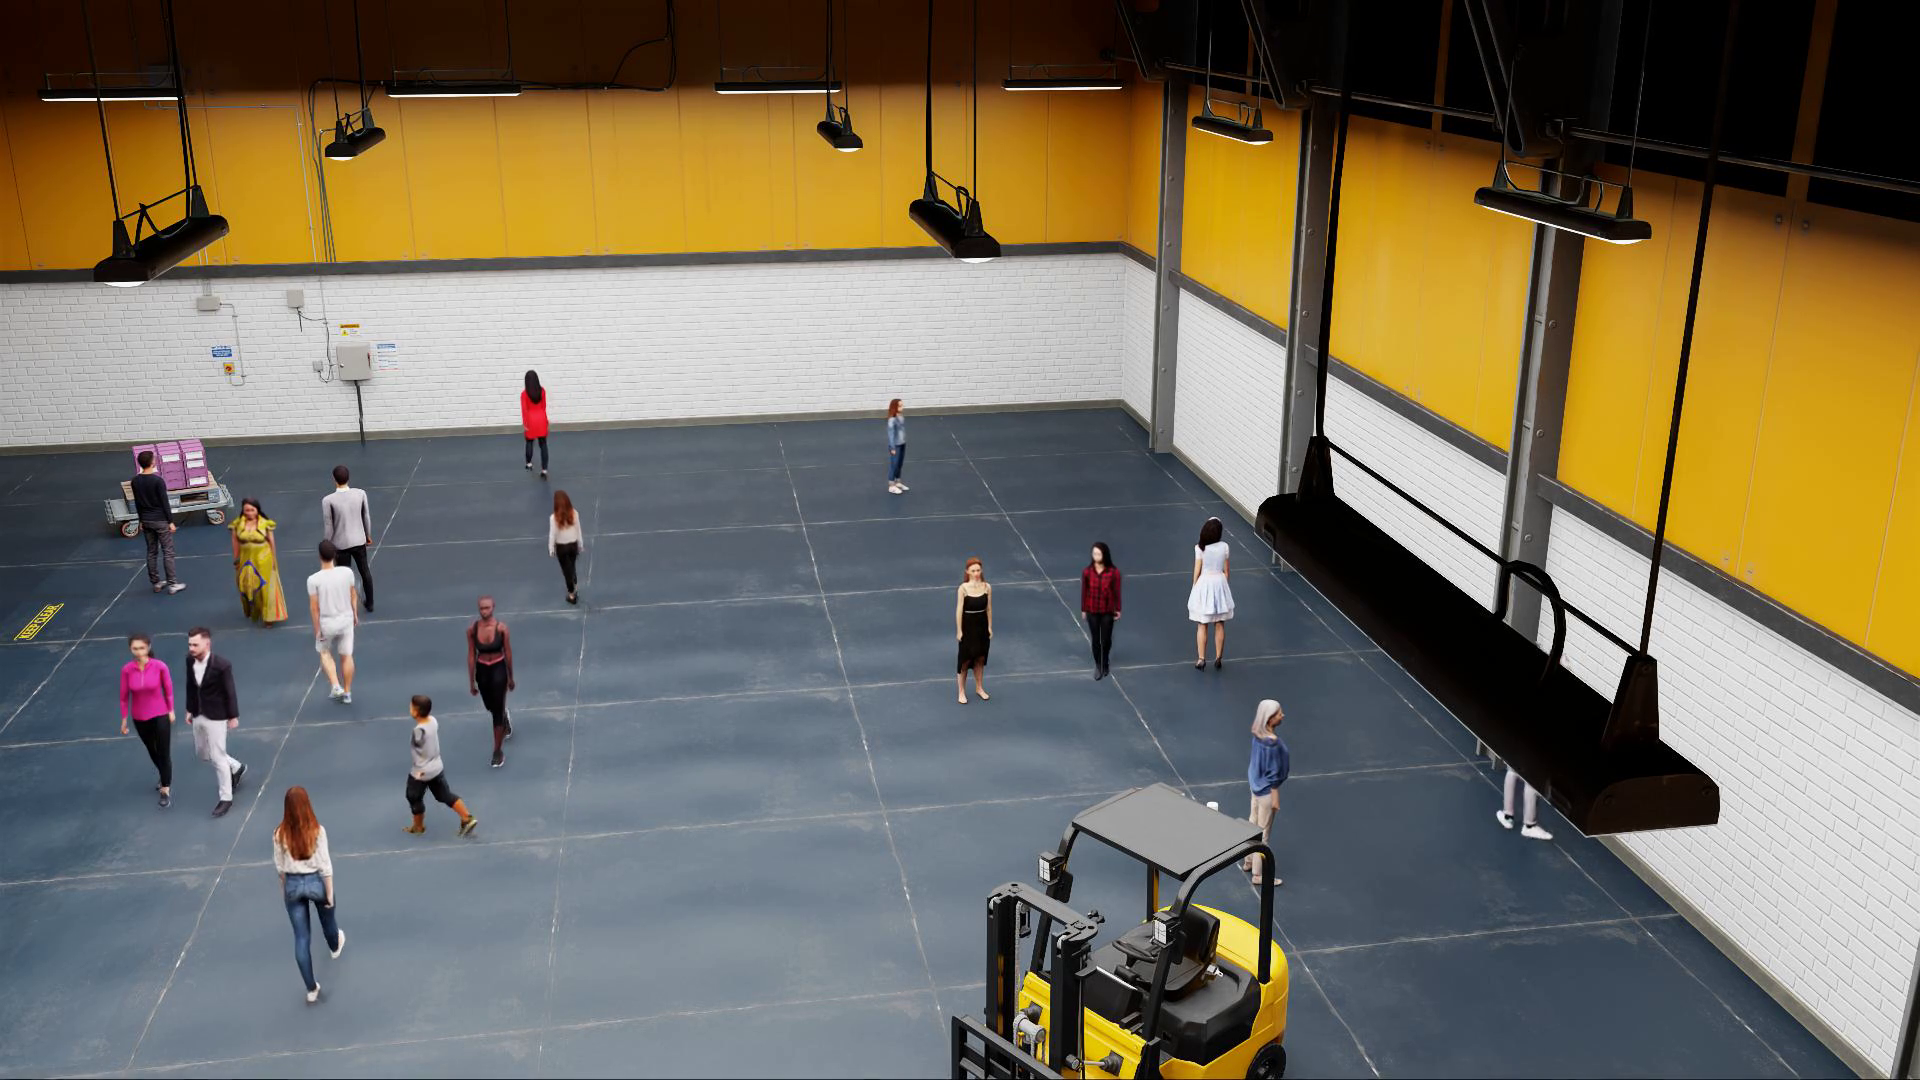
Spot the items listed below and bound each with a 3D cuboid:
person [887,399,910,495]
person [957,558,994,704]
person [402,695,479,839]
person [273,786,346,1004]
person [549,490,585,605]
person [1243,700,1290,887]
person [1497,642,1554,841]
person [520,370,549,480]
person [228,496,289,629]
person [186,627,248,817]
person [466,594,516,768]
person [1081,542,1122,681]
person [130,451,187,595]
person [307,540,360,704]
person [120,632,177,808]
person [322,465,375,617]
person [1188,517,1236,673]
[{"bbox_3d":[-0.974,-1.458,25.594,0.686,1.475,0.596,8,20,23],"label":"person"},{"bbox_3d":[0.153,0.967,18.160,0.599,1.624,0.608,-7,20,-19],"label":"person"},{"bbox_3d":[-4.827,2.050,15.244,0.918,1.433,1.023,5,19,15],"label":"person"},{"bbox_3d":[-5.038,2.742,12.784,0.587,1.692,1.060,-3,19,-10],"label":"person"},{"bbox_3d":[-4.917,0.111,20.932,0.644,1.478,0.650,-13,23,-35],"label":"person"},{"bbox_3d":[2.646,2.171,14.469,0.669,1.697,0.501,-2,19,-7],"label":"person"},{"bbox_3d":[5.239,1.843,15.265,0.955,1.811,0.790,-11,22,-30],"label":"person"},{"bbox_3d":[-6.637,-1.793,26.211,0.861,1.717,1.041,-13,22,-33],"label":"person"},{"bbox_3d":[-8.576,0.240,20.278,0.779,1.649,0.905,-6,19,-17],"label":"person"},{"bbox_3d":[-7.067,1.651,15.806,0.932,1.830,1.029,6,20,17],"label":"person"},{"bbox_3d":[-4.723,1.353,16.855,0.654,1.725,1.153,-1,19,-4],"label":"person"},{"bbox_3d":[1.596,0.770,18.712,0.690,1.645,0.694,4,19,13],"label":"person"},{"bbox_3d":[-10.316,-0.227,21.324,0.702,1.867,0.680,3,19,10],"label":"person"},{"bbox_3d":[-6.720,0.913,17.976,0.813,1.843,0.834,-14,23,-35],"label":"person"},{"bbox_3d":[-7.766,1.676,15.984,0.620,1.670,0.979,-4,19,-13],"label":"person"},{"bbox_3d":[-7.545,0.003,20.553,0.841,1.923,0.847,-17,25,-40],"label":"person"},{"bbox_3d":[2.853,0.619,18.888,0.725,1.819,0.748,-1,19,-3],"label":"person"}]
